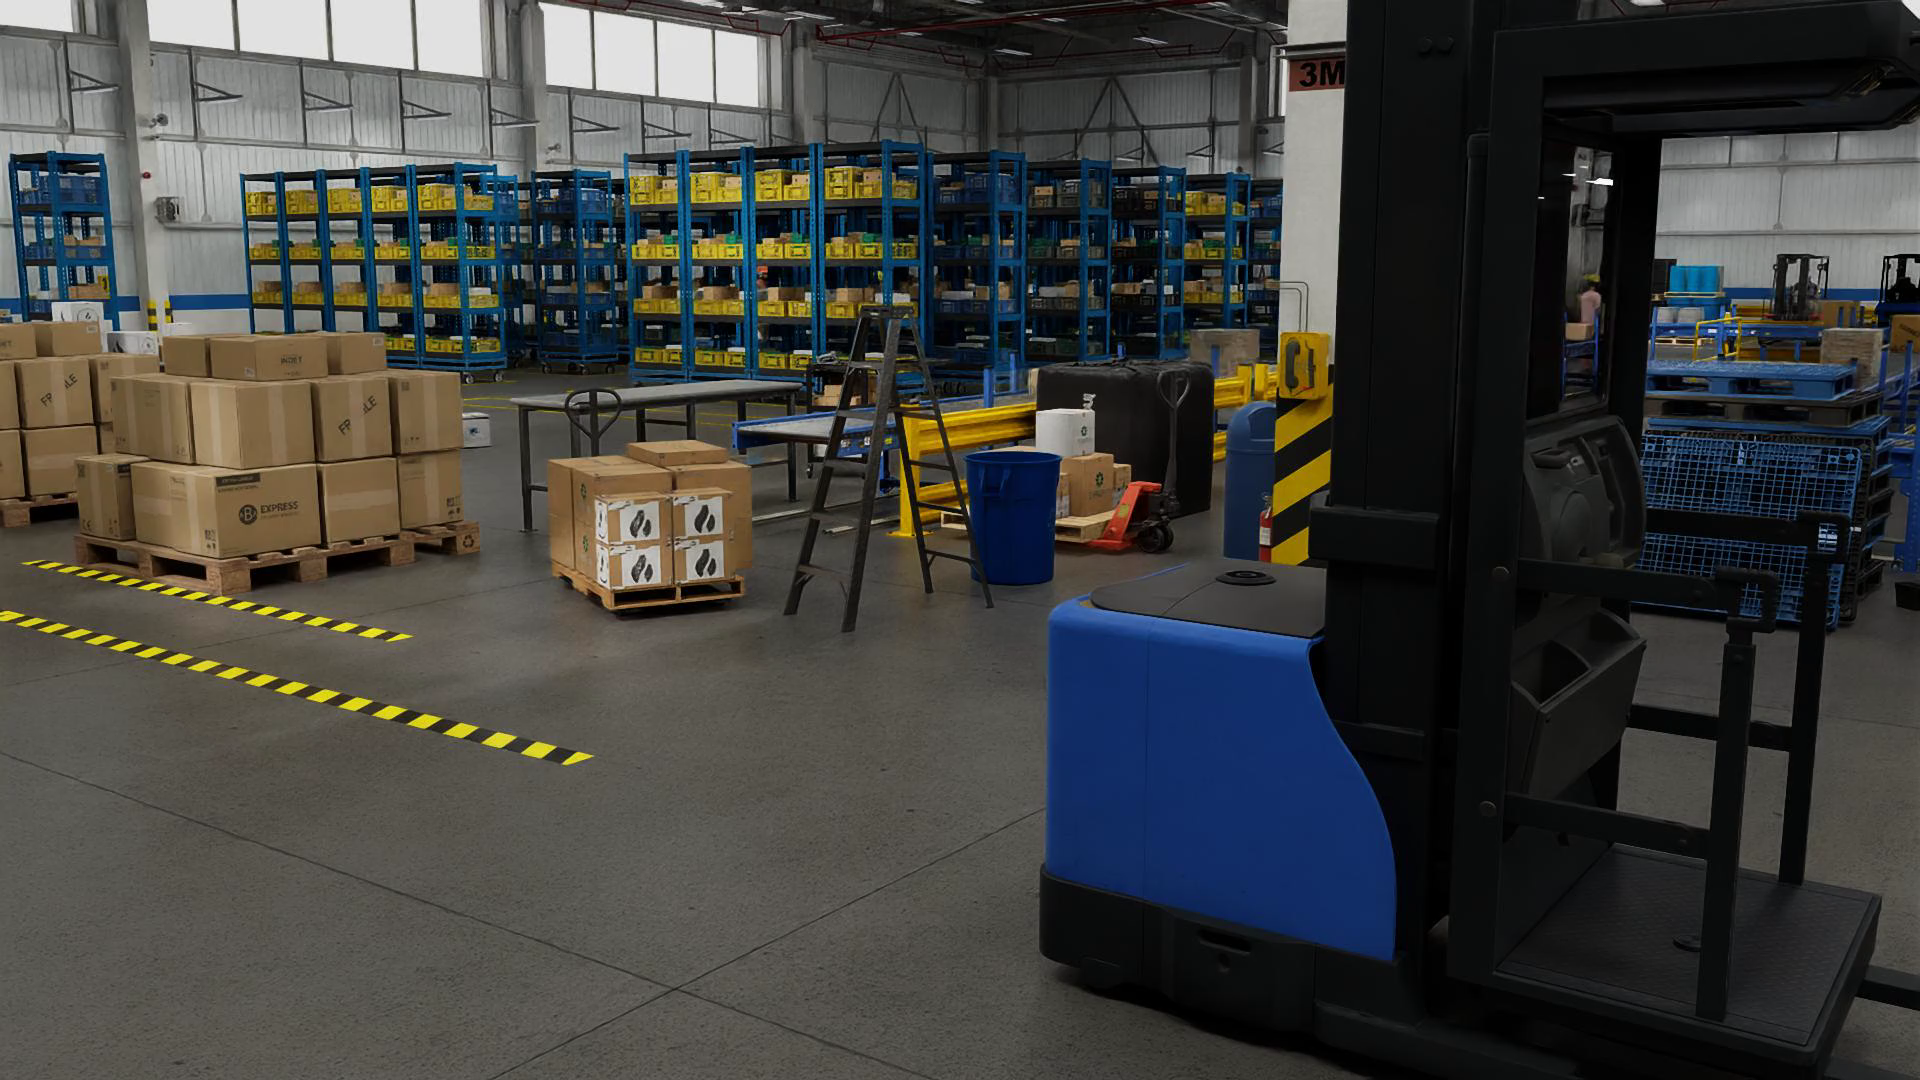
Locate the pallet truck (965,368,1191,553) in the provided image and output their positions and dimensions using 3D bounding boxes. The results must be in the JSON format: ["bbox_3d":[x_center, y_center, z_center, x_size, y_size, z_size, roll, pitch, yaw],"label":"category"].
[{"bbox_3d":[0.845,-0.609,11.869,1.630,1.274,0.653,7,12,35],"label":"pallet truck"}]

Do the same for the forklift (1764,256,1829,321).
[{"bbox_3d":[20.253,-5.854,40.139,1.157,1.987,2.680,7,12,35],"label":"forklift"}]

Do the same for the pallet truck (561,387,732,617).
[{"bbox_3d":[-1.981,-0.274,10.088,0.680,1.201,1.601,-5,11,-28],"label":"pallet truck"}]

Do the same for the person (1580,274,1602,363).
[{"bbox_3d":[12.589,-4.400,33.078,0.481,1.747,0.554,-4,10,-23],"label":"person"}]

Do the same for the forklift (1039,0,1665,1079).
[{"bbox_3d":[1.249,-0.137,4.360,1.873,2.768,1.129,7,12,35],"label":"forklift"}]

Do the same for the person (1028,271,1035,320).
[{"bbox_3d":[1.864,-5.654,40.410,0.570,1.797,0.932,7,12,35],"label":"person"}]

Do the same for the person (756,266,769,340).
[{"bbox_3d":[-3.501,-3.927,29.570,0.384,1.993,0.609,2,10,14],"label":"person"}]

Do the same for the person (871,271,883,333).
[{"bbox_3d":[-1.700,-4.519,33.594,0.404,1.825,0.591,1,10,9],"label":"person"}]

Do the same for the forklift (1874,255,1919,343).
[{"bbox_3d":[22.089,-5.634,38.796,1.157,1.987,2.680,6,11,33],"label":"forklift"}]
